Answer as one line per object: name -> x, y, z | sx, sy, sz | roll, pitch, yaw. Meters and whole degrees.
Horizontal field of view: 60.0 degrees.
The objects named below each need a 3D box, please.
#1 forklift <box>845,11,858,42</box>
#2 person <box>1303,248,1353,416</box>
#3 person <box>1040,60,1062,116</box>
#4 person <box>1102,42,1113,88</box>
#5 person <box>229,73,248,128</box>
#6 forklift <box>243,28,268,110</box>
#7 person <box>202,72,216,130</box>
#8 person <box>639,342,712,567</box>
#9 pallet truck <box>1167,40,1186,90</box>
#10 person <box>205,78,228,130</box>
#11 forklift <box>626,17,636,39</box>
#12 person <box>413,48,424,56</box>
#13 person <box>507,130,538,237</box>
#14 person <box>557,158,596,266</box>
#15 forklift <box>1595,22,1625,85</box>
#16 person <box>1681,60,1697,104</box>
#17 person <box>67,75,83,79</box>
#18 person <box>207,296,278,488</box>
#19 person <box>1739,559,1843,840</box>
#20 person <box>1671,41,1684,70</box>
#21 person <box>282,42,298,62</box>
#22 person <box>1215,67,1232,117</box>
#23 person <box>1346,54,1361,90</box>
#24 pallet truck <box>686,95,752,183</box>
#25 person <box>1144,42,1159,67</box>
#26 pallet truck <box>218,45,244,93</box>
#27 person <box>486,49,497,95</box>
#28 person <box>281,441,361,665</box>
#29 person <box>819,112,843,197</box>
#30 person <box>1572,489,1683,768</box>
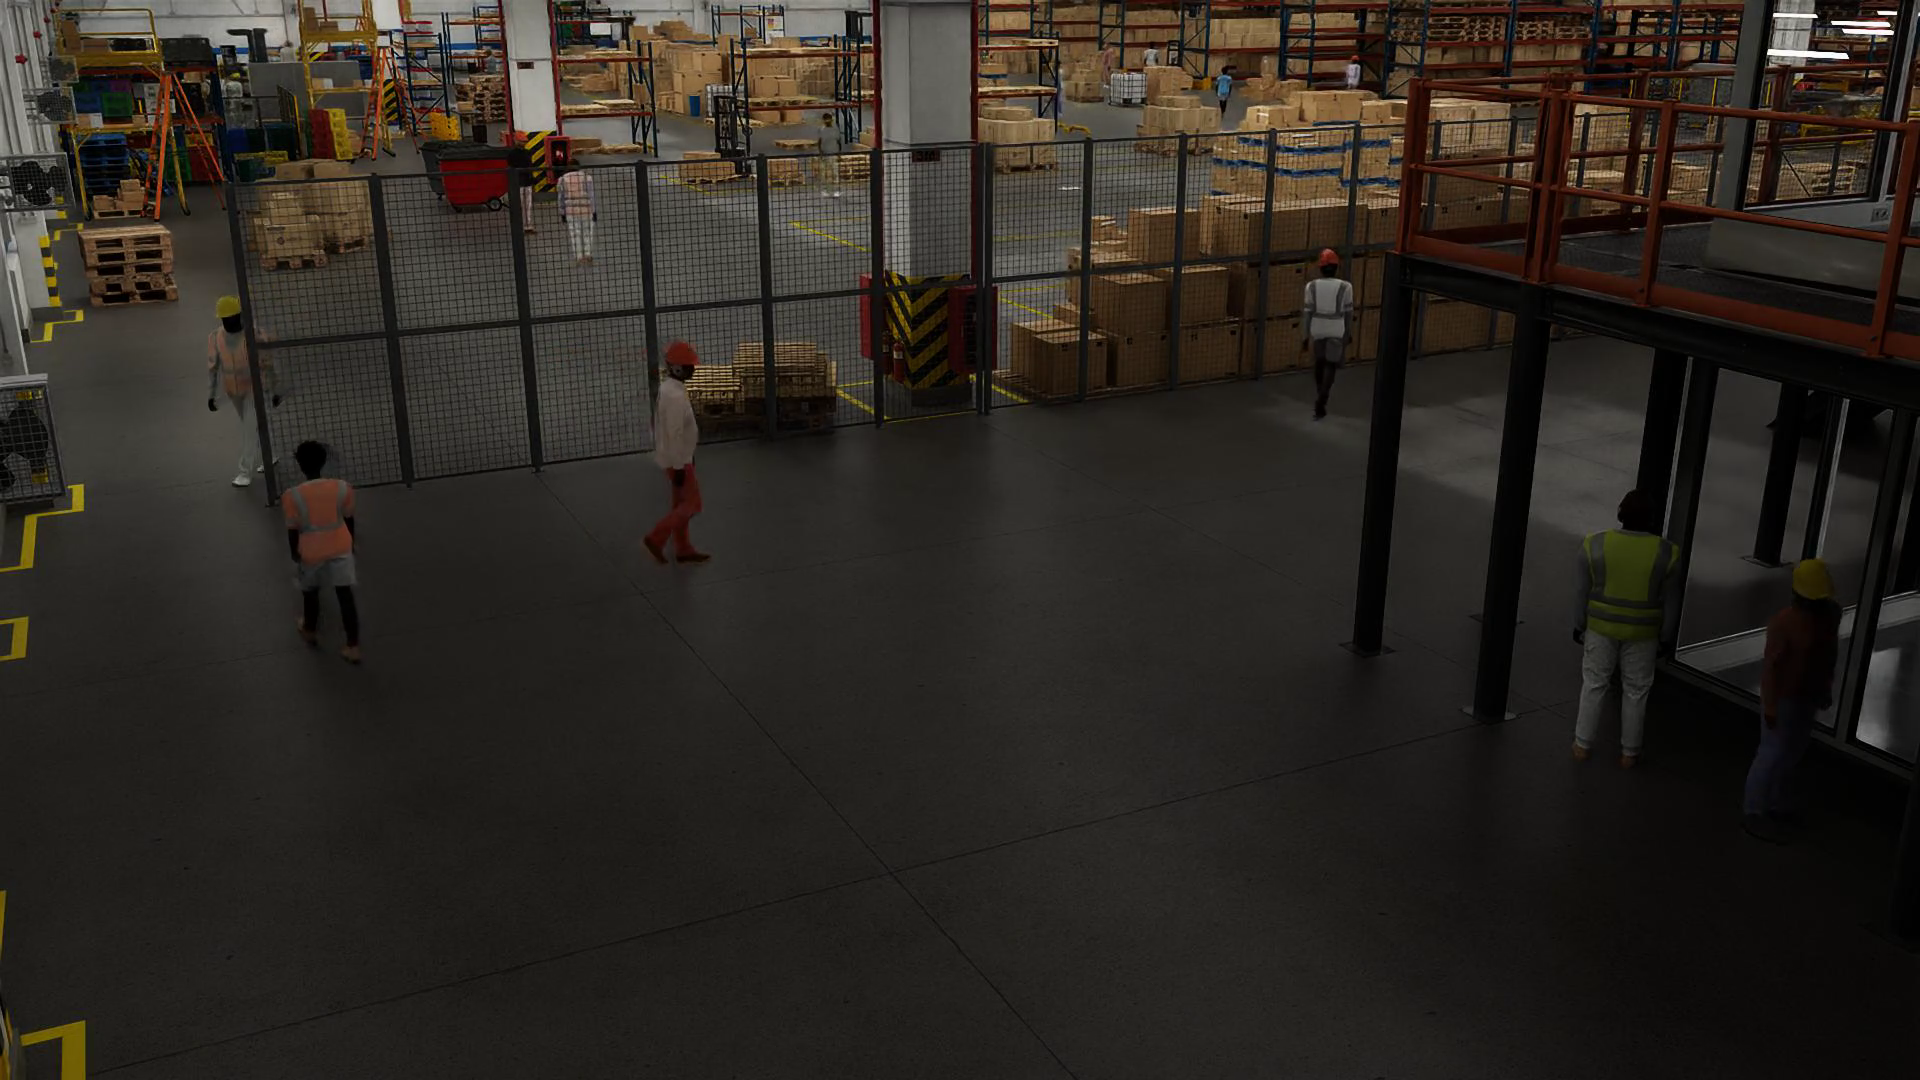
forklift -> -5.435, -25.090, 83.402 | 1.873, 2.768, 1.129 | -9, 21, -25
person -> 4.210, -2.396, 19.111 | 0.550, 1.892, 0.880 | 9, 21, 25
person -> 3.149, -15.555, 57.291 | 0.816, 1.872, 0.621 | -4, 19, -11
person -> 6.245, -20.183, 70.650 | 0.403, 1.904, 0.651 | -4, 19, -12
person -> -23.233, -14.112, 53.397 | 0.558, 1.681, 0.875 | 2, 19, 4
forklift -> -24.981, -16.906, 59.677 | 1.873, 2.768, 1.129 | -9, 21, -25
person -> -23.261, -13.638, 51.768 | 0.507, 1.846, 0.345 | -17, 25, -40
person -> -2.420, -0.701, 14.079 | 0.555, 1.972, 0.618 | -5, 20, -15
pallet truck -> 9.045, -19.971, 69.895 | 0.823, 1.965, 1.885 | -3, 19, -8
person -> -23.446, -13.897, 52.483 | 0.608, 1.878, 0.440 | -8, 20, -21
forklift -> -14.417, -21.531, 73.084 | 1.873, 2.768, 1.129 | -4, 19, -11
person -> -25.796, -23.146, 79.194 | 0.551, 1.933, 0.369 | -2, 19, -4
person -> -8.325, -6.787, 31.680 | 0.397, 1.992, 0.623 | 10, 21, 27
person -> -6.609, -5.697, 28.811 | 0.639, 1.801, 0.834 | -2, 19, -6
forklift -> 25.878, -19.408, 66.930 | 1.873, 2.768, 1.129 | -9, 21, -25
person -> 27.013, -16.895, 61.489 | 0.894, 1.644, 0.546 | -9, 21, -24
person -> -33.546, -17.420, 63.050 | 0.553, 1.633, 0.361 | -9, 21, -24
person -> -7.150, -1.498, 16.537 | 0.612, 1.870, 1.012 | 2, 19, 4
person -> 4.885, 0.924, 9.734 | 0.558, 1.736, 0.339 | -9, 21, -24
person -> 33.273, -22.521, 77.465 | 0.686, 1.874, 0.833 | 12, 22, 30
person -> -28.470, -20.178, 70.662 | 0.672, 1.902, 0.432 | 4, 19, 10
person -> 9.034, -15.354, 57.035 | 0.542, 1.659, 0.861 | 0, 19, 1
person -> 14.204, -16.542, 60.078 | 0.555, 1.923, 0.442 | 16, 25, 39
pallet truck -> -5.836, -9.608, 39.856 | 0.823, 1.965, 1.885 | 10, 22, 27
person -> 8.070, -20.045, 70.202 | 0.620, 1.932, 0.667 | 1, 19, 3
pallet truck -> -28.879, -18.665, 66.111 | 0.823, 1.965, 1.885 | -3, 19, -9
person -> -18.031, -17.929, 64.064 | 0.353, 1.937, 0.635 | 1, 19, 4
person -> -4.726, 0.069, 12.320 | 0.550, 1.641, 0.883 | -15, 24, -37
person -> -2.885, -8.622, 37.225 | 0.545, 1.855, 0.396 | 2, 19, 5
person -> 4.225, 0.563, 10.603 | 0.625, 1.846, 0.429 | 9, 21, 24
